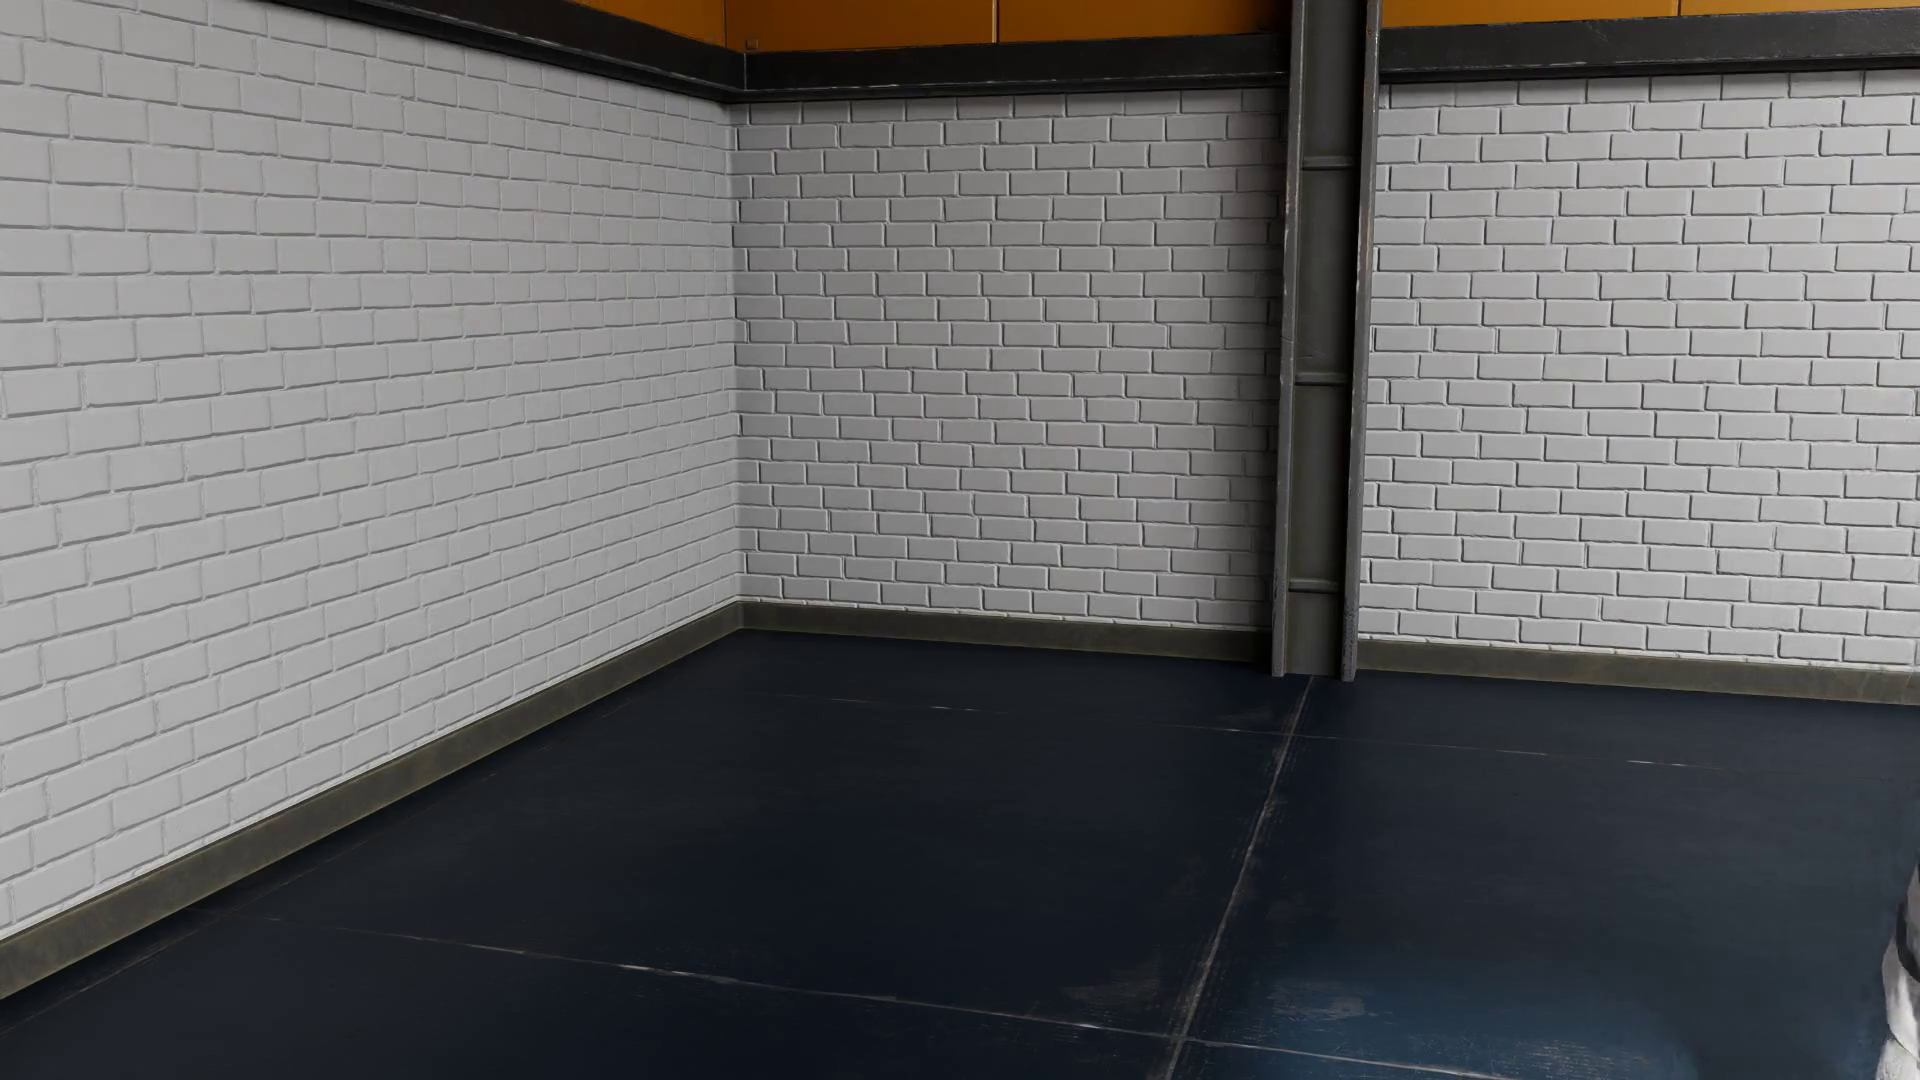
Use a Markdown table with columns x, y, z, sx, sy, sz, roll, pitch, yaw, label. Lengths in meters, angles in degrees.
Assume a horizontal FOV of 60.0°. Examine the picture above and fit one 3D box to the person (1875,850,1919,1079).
| x | y | z | sx | sy | sz | roll | pitch | yaw | label |
| --- | --- | --- | --- | --- | --- | --- | --- | --- | --- |
| 1.564 | 0.722 | 2.362 | 0.606 | 1.834 | 0.963 | -5 | 10 | -26 | person |
